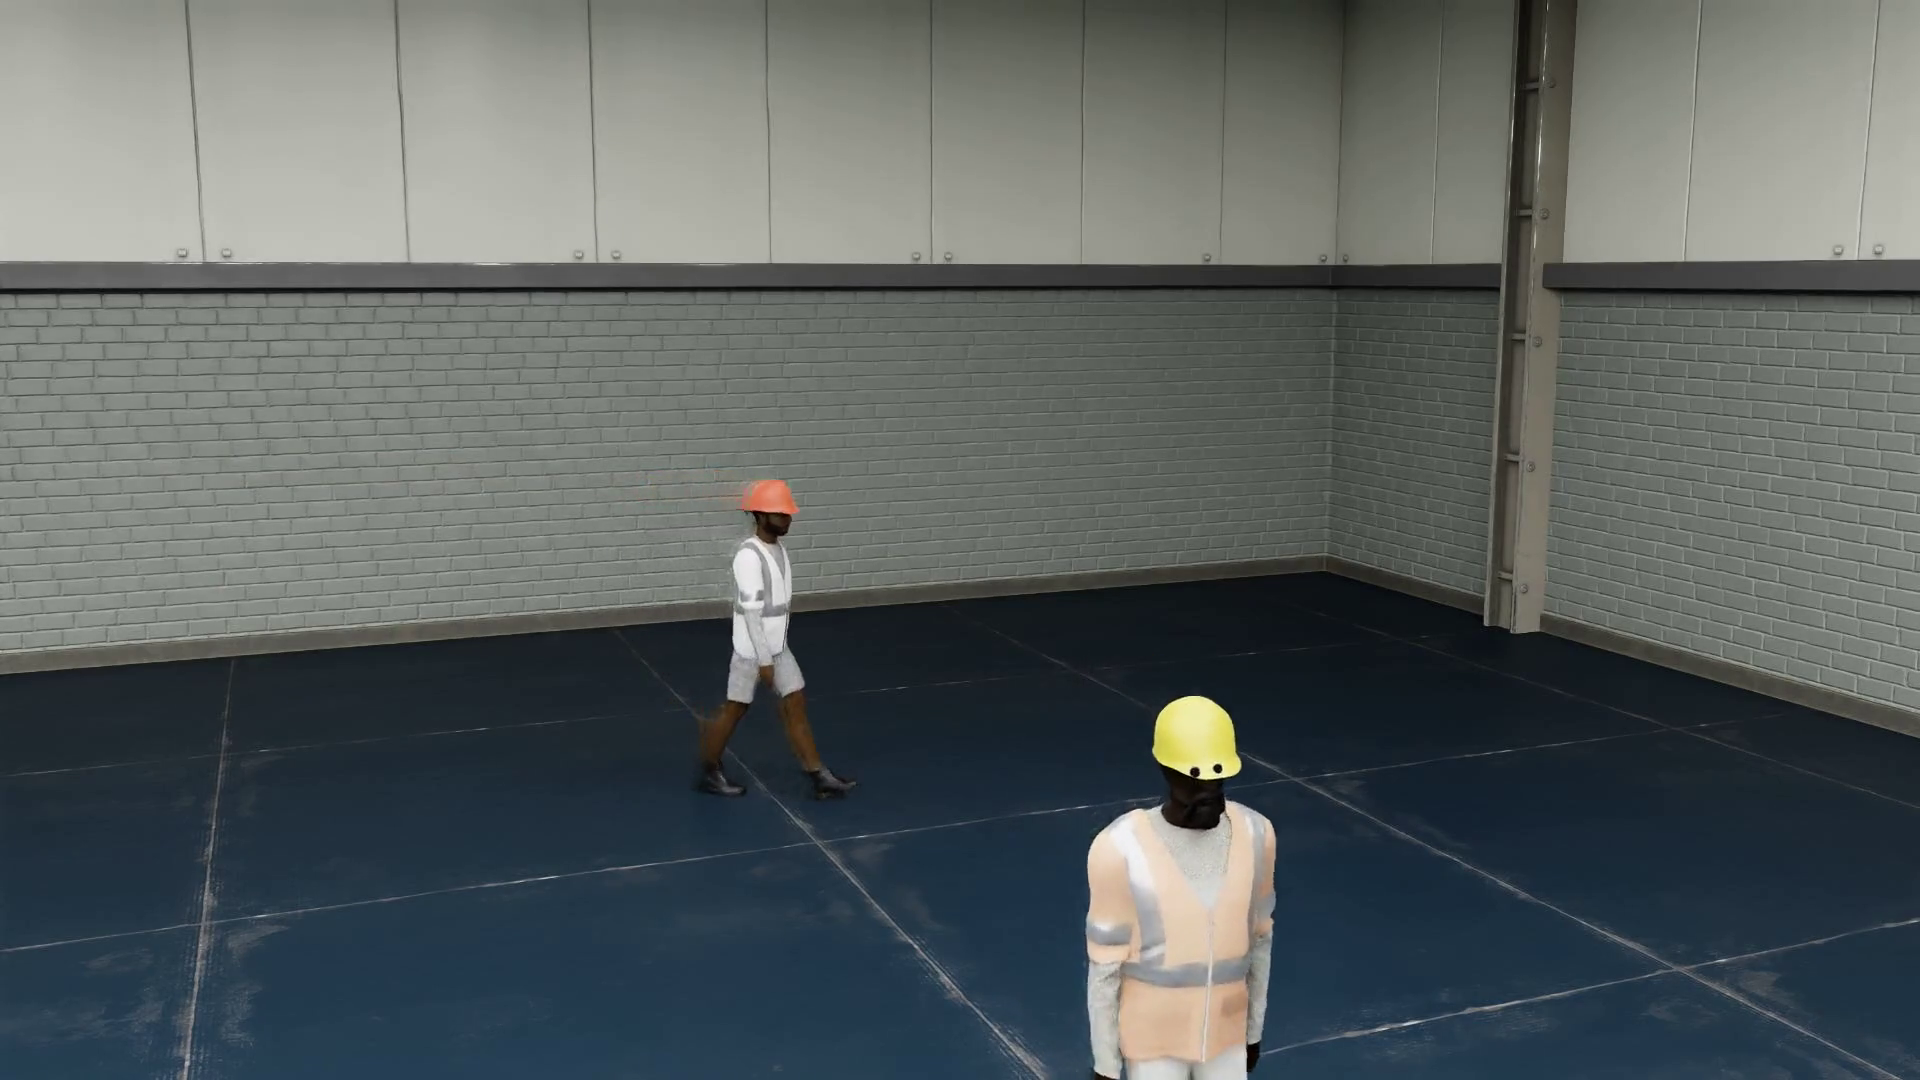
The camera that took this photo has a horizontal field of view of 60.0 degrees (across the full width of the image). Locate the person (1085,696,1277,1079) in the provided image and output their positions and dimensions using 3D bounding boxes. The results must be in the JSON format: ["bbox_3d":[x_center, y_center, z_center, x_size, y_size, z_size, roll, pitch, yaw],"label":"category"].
[{"bbox_3d":[0.604,1.346,4.680,0.592,1.910,0.611,-3,10,-20],"label":"person"}]

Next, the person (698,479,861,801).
[{"bbox_3d":[-1.098,0.587,9.543,1.010,1.879,0.566,3,10,19],"label":"person"}]
